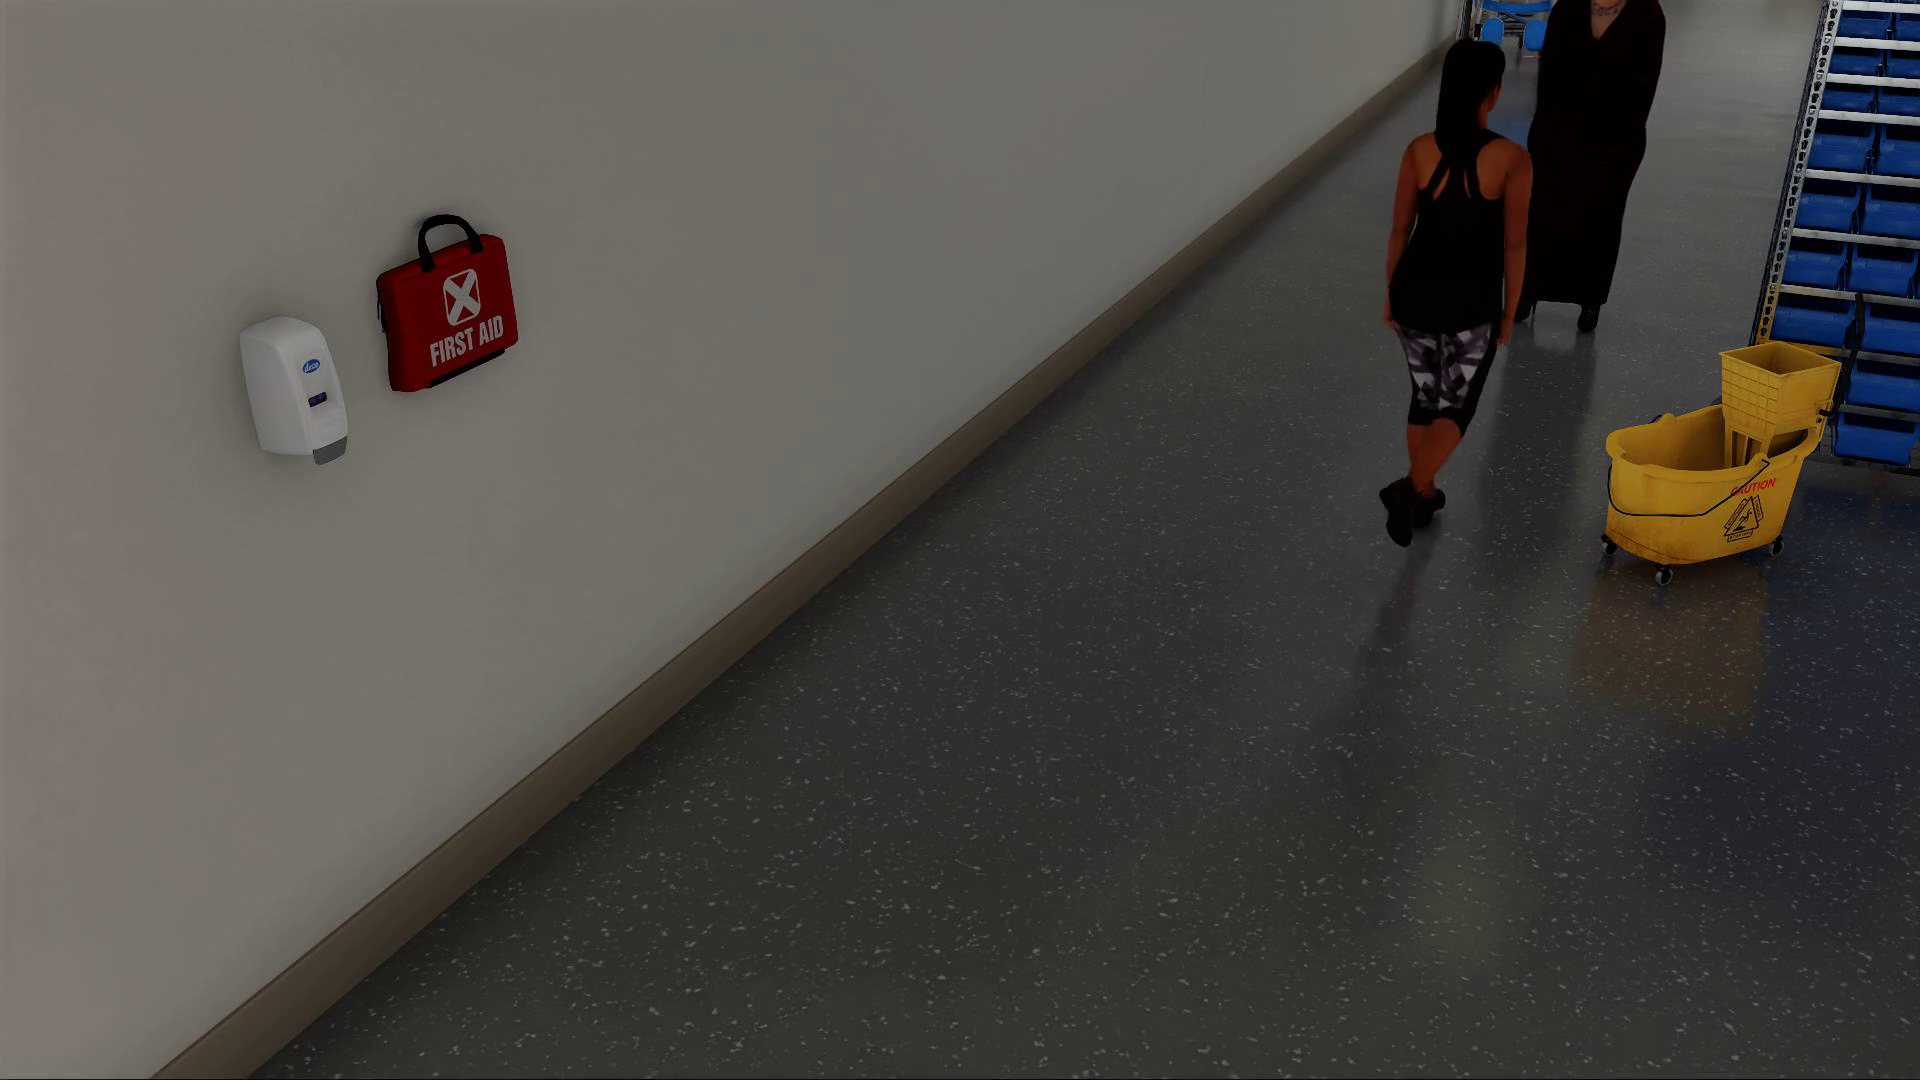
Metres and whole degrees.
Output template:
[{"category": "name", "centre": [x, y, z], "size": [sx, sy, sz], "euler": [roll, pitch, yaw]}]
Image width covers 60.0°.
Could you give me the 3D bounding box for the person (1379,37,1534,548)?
[{"category": "person", "centre": [1.522, -0.735, 5.290], "size": [0.899, 1.644, 0.716], "euler": [15, 30, 29]}]

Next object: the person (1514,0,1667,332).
[{"category": "person", "centre": [2.787, -1.807, 7.384], "size": [0.574, 1.758, 0.740], "euler": [15, 30, 28]}]
